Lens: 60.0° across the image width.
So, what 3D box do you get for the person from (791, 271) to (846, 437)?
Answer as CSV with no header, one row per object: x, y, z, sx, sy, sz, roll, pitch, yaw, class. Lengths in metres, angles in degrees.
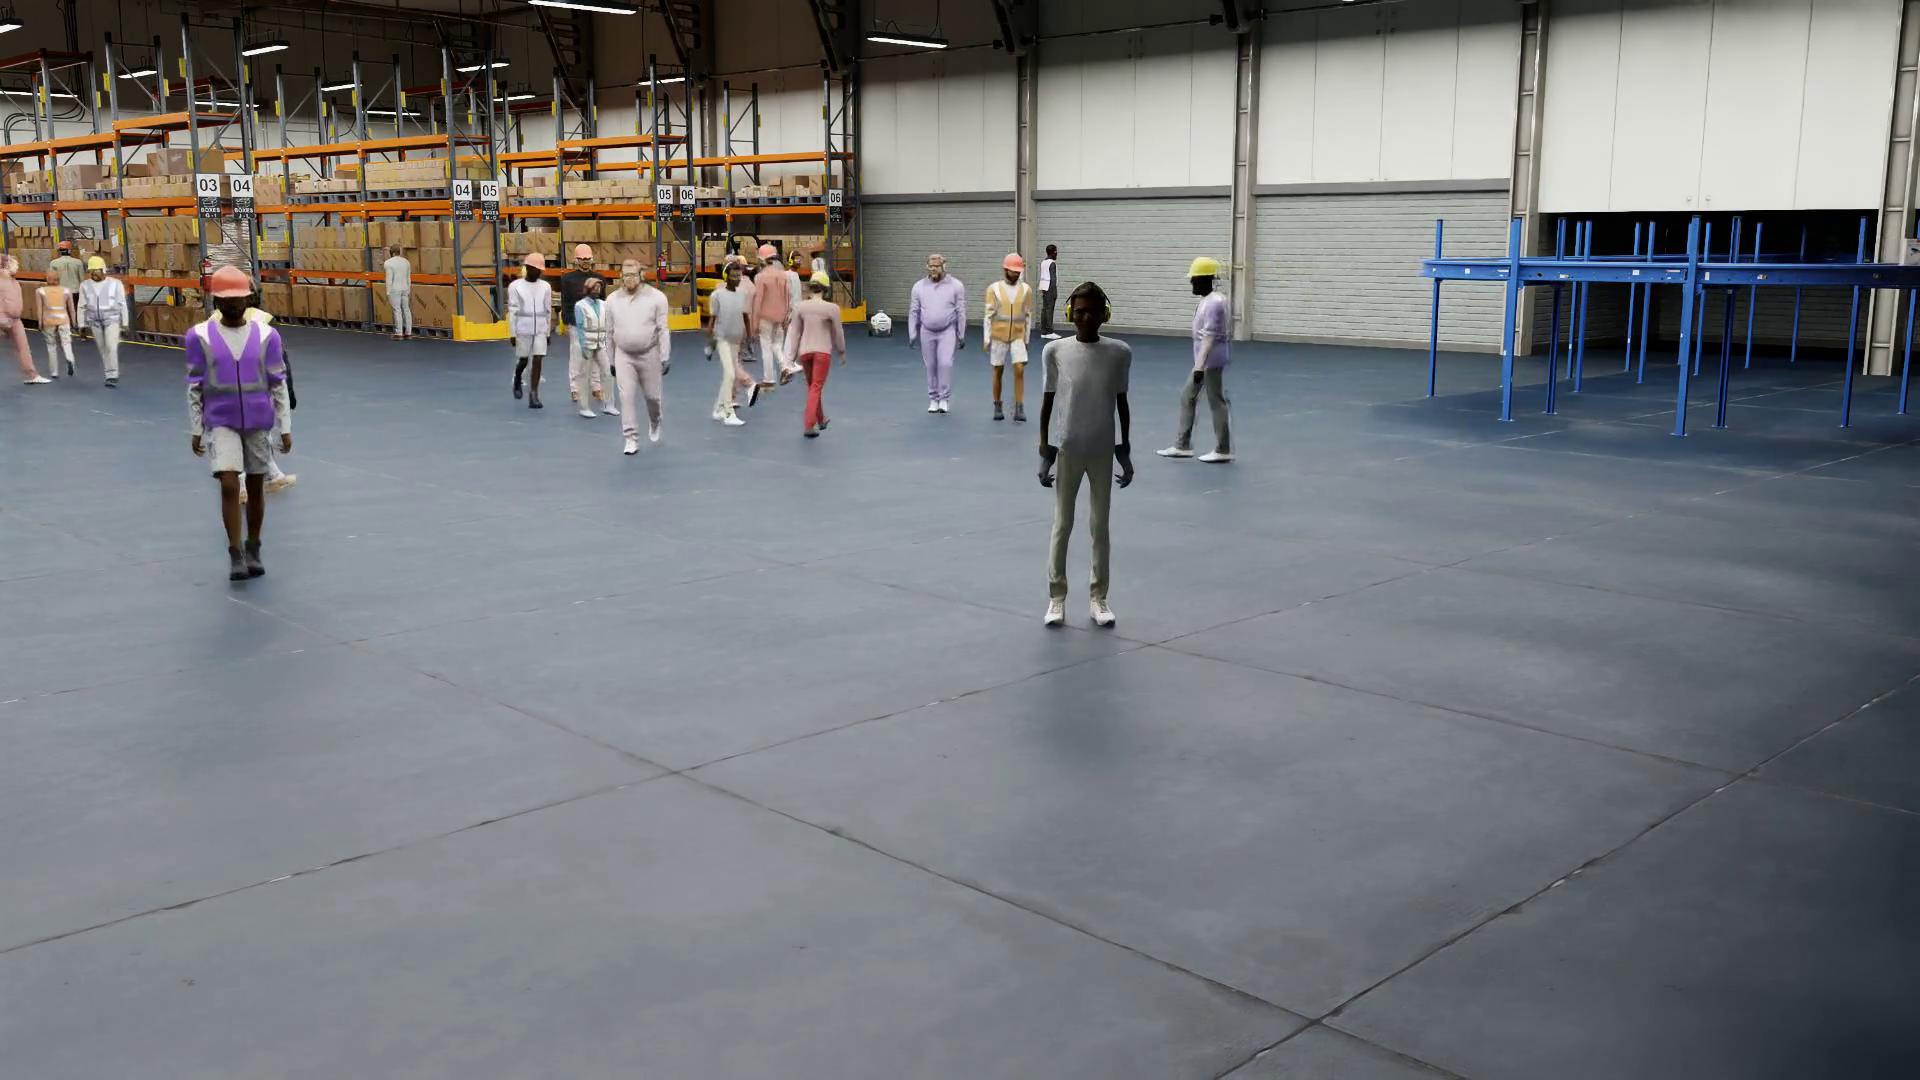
-1.476,-1.980,17.675,0.546,1.717,0.872,4,11,21,person

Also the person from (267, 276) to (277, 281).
-18.592,-6.989,45.339,0.754,1.593,0.508,6,12,31,person

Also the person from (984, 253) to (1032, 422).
0.552,-2.295,18.916,0.591,1.893,0.871,-2,11,-9,person

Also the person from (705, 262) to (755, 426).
-2.642,-2.225,18.816,0.709,1.823,0.536,10,14,43,person

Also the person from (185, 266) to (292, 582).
-4.378,-0.697,10.165,0.571,1.913,0.780,-6,12,-30,person

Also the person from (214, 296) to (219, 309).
-14.893,-4.980,33.810,0.623,1.804,0.880,-9,14,-41,person

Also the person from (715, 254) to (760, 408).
-2.710,-2.539,20.315,0.756,1.882,0.651,8,13,36,person

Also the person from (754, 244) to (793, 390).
-2.615,-3.053,22.822,0.440,1.983,0.638,7,13,35,person

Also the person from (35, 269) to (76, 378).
-13.416,-3.213,24.714,0.522,1.622,0.610,-7,13,-34,person

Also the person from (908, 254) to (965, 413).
-0.303,-2.431,19.726,0.662,1.875,0.880,2,11,12,person

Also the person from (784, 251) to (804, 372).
-2.596,-3.578,26.008,0.311,1.869,0.533,2,11,11,person

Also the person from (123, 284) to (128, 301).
-23.264,-7.250,45.876,0.616,1.924,0.669,7,12,32,person

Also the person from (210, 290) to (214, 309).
-16.542,-5.434,36.828,0.514,1.612,0.615,-9,14,-42,person

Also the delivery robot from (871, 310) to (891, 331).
-1.664,-4.593,34.988,0.477,0.478,0.707,-2,10,-10,delivery robot

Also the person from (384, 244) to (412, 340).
-11.392,-5.026,33.711,0.376,1.940,0.629,6,12,29,person

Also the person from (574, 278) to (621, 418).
-4.222,-2.217,19.280,0.625,1.617,0.530,8,13,38,person

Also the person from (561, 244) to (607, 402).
-4.807,-2.788,21.352,0.611,1.996,0.379,-6,12,-30,person

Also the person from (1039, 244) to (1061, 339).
1.846,-5.142,34.396,0.390,1.920,0.587,-4,11,-19,person

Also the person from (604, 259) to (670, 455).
-3.160,-1.815,16.349,0.649,1.886,0.764,0,10,-2,person

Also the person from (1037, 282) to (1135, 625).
0.684,-0.464,9.042,0.535,1.864,0.309,-1,10,-3,person

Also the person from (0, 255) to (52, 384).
-13.675,-3.137,23.741,1.061,1.845,0.684,0,10,2,person

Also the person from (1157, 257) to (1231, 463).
2.181,-1.667,15.489,0.807,1.897,0.621,0,10,-1,person

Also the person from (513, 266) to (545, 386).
-6.143,-3.049,23.593,0.496,1.701,0.894,4,11,19,person

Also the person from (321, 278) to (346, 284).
-16.486,-6.834,43.771,0.612,1.859,0.746,-5,11,-25,person

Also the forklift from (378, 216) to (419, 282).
-17.868,-9.201,54.028,1.873,2.768,1.129,-10,14,-44,forklift

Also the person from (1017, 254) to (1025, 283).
1.268,-5.493,36.916,0.318,1.699,0.533,-5,11,-25,person

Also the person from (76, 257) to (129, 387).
-11.943,-3.012,23.085,0.631,1.803,0.783,-1,10,-7,person

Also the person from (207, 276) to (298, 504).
-5.656,-1.209,13.316,0.654,1.789,0.976,3,11,17,person

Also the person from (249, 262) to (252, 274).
-15.470,-5.367,35.725,0.353,1.883,0.578,10,14,43,person

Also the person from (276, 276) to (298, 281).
-17.821,-6.841,44.008,0.868,1.803,0.604,8,13,39,person

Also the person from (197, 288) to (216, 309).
-17.175,-5.837,38.036,0.621,1.991,1.074,-7,12,-33,person

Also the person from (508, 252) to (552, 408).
-5.348,-2.608,20.639,0.547,1.904,0.637,-7,12,-32,person

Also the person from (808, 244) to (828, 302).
-3.475,-6.120,39.813,0.999,1.881,0.552,4,11,22,person

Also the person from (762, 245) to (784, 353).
-3.369,-4.314,29.837,0.372,1.937,0.627,3,11,17,person

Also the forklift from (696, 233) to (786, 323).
-5.496,-6.489,41.108,2.313,2.155,1.214,-10,14,-44,forklift

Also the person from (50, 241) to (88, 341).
-17.864,-4.986,33.358,0.611,1.990,0.392,-5,12,-27,person

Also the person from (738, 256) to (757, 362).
-3.683,-3.899,28.038,0.522,1.770,0.308,9,14,39,person
